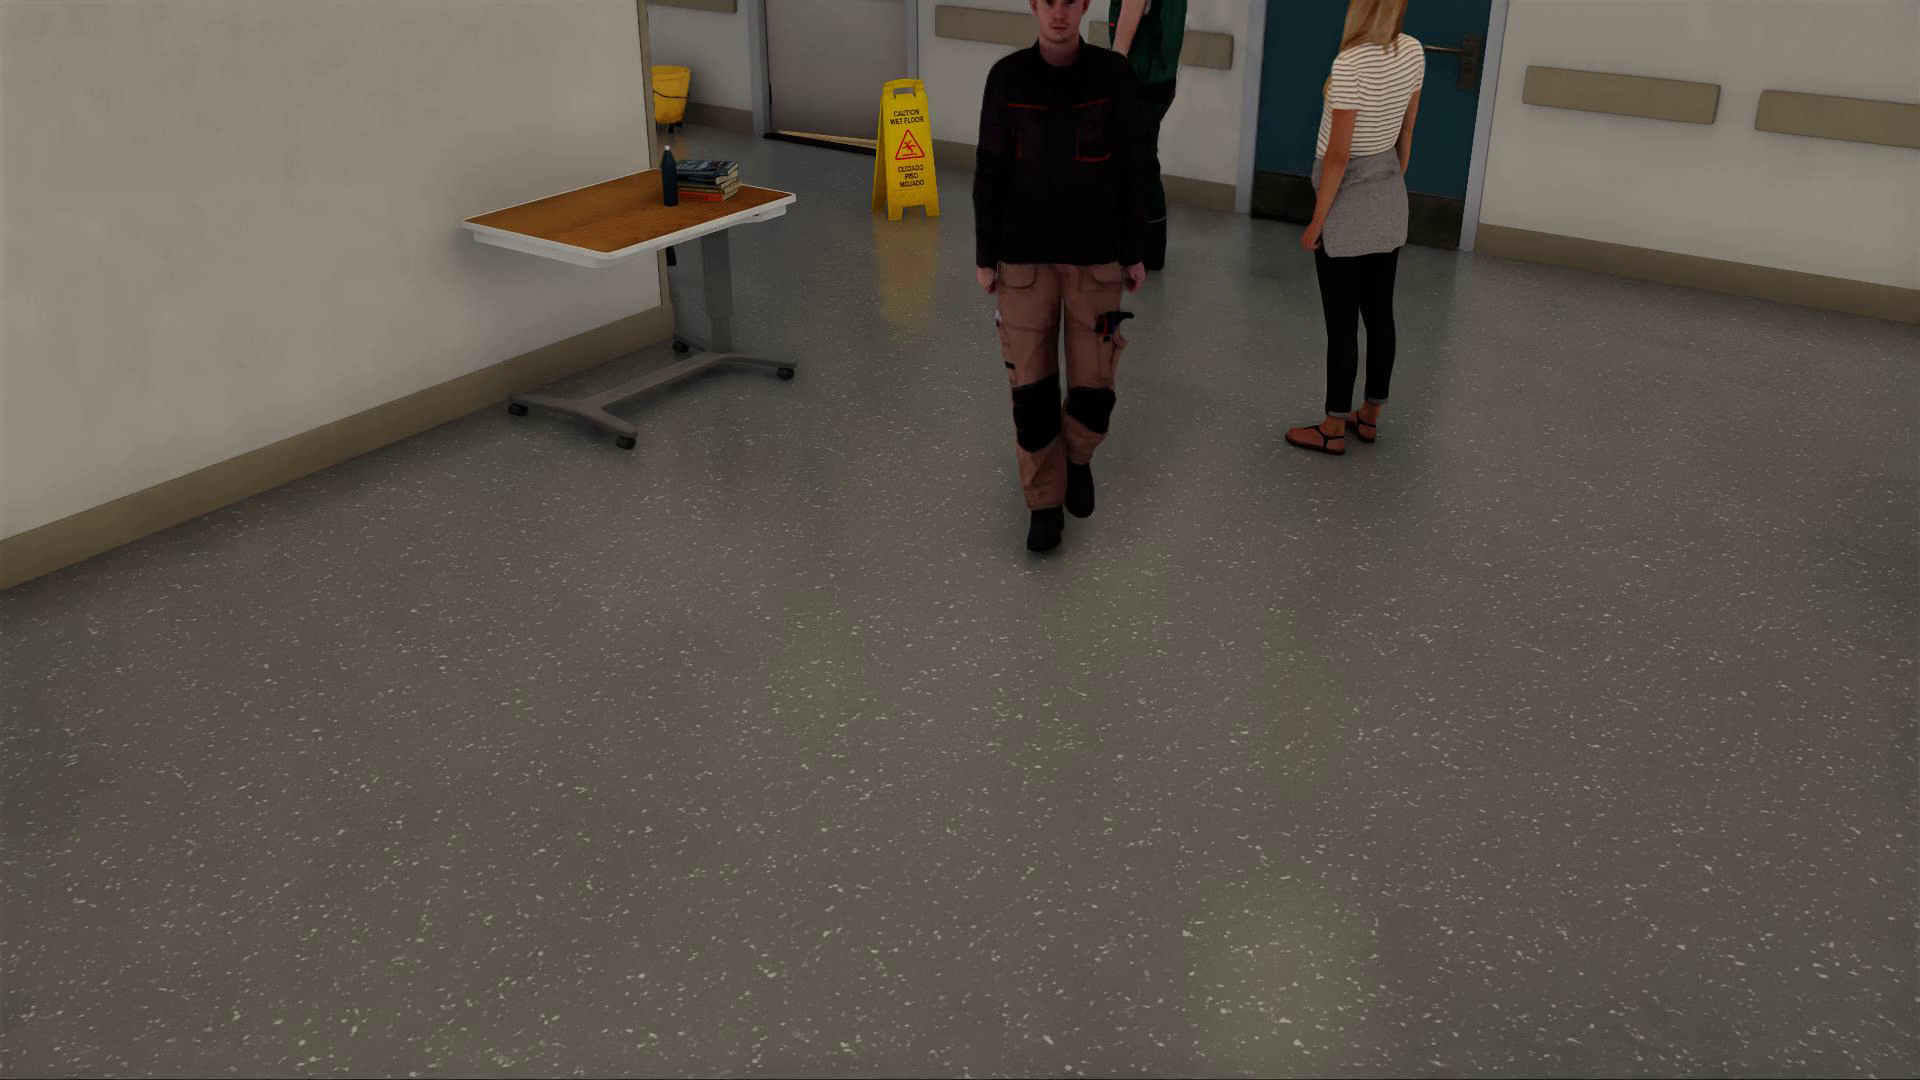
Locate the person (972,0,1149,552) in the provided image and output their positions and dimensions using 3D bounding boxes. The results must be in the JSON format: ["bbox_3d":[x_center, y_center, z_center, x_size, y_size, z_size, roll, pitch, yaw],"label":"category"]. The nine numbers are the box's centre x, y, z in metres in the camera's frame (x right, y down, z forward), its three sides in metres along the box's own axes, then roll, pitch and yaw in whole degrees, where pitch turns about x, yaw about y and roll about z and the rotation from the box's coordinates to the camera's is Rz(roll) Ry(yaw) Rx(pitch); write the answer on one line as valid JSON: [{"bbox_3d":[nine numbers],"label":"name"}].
[{"bbox_3d":[0.335,-0.919,5.418,0.860,1.919,0.936,3,26,6],"label":"person"}]

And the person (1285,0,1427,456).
[{"bbox_3d":[1.487,-1.205,6.119,0.674,1.826,0.649,-16,30,-30],"label":"person"}]

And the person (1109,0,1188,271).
[{"bbox_3d":[0.978,-2.233,8.254,0.745,1.819,0.724,9,27,17],"label":"person"}]
